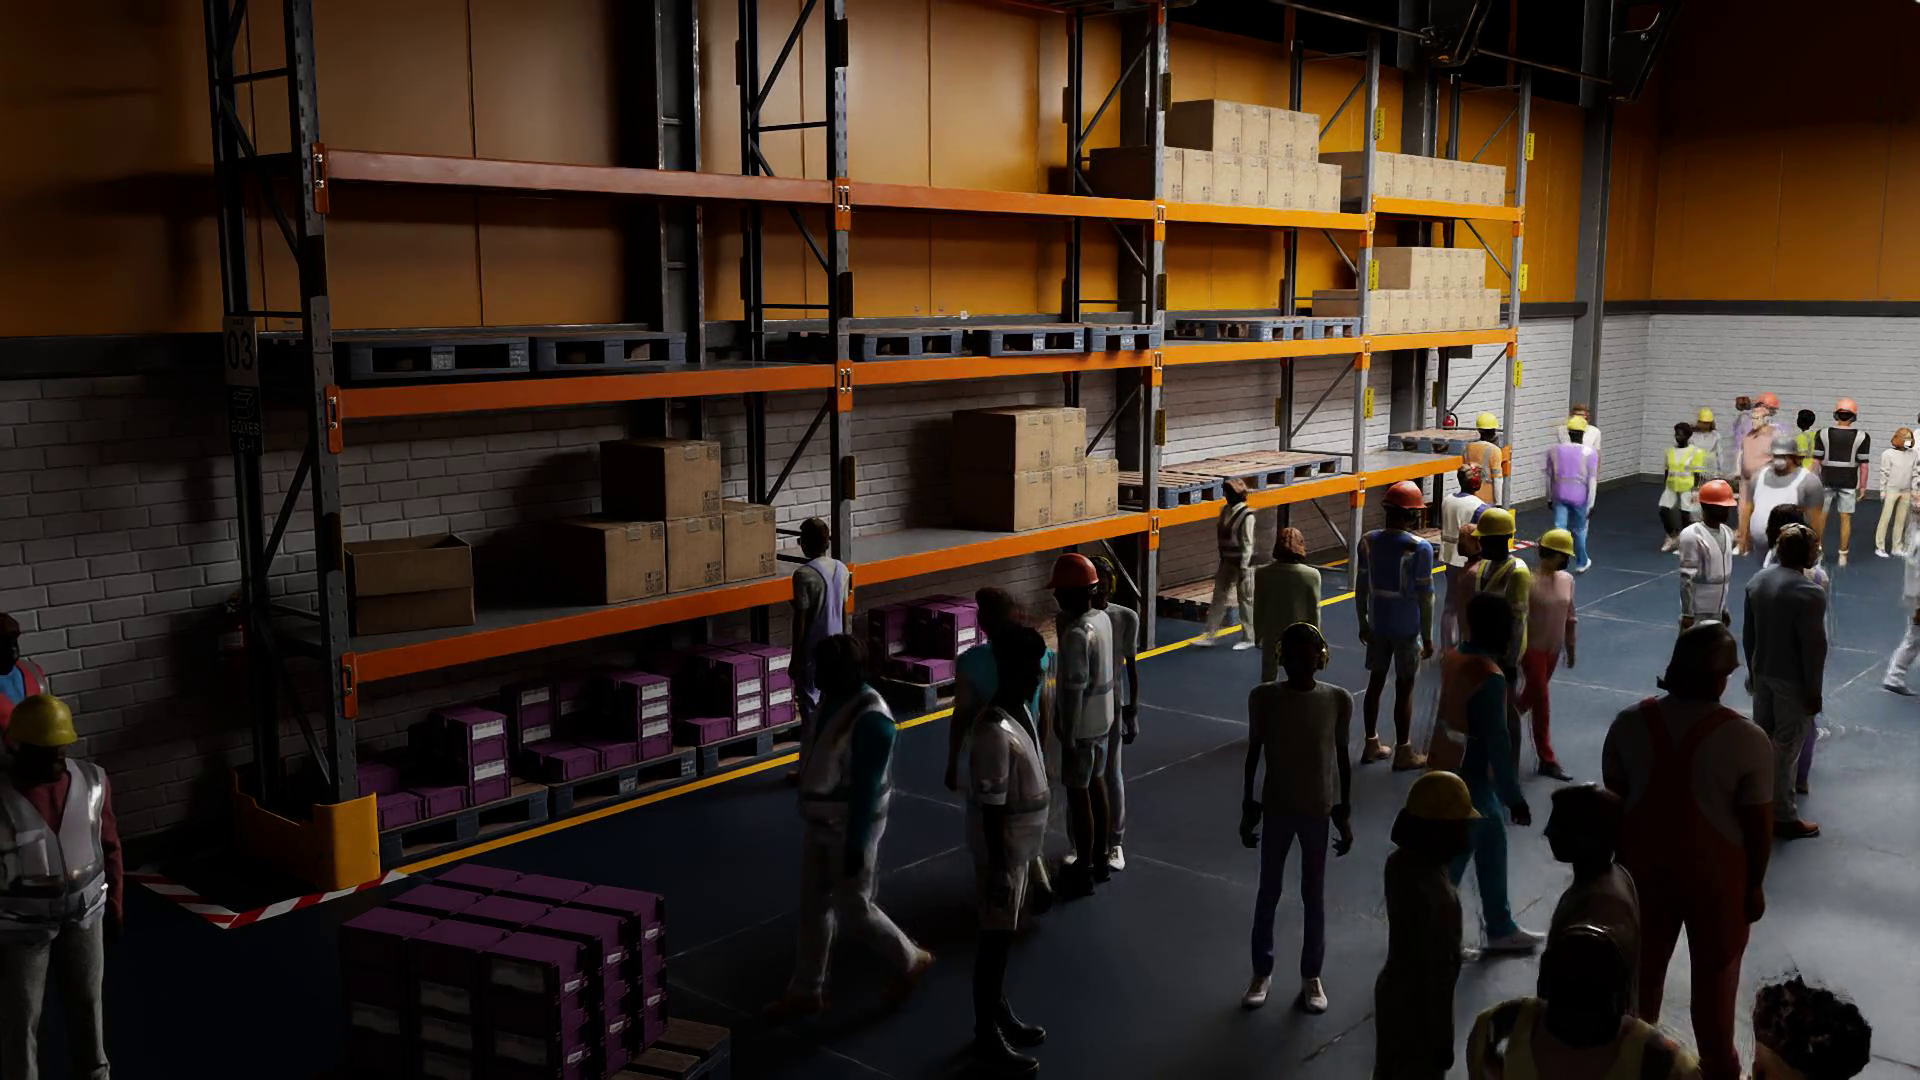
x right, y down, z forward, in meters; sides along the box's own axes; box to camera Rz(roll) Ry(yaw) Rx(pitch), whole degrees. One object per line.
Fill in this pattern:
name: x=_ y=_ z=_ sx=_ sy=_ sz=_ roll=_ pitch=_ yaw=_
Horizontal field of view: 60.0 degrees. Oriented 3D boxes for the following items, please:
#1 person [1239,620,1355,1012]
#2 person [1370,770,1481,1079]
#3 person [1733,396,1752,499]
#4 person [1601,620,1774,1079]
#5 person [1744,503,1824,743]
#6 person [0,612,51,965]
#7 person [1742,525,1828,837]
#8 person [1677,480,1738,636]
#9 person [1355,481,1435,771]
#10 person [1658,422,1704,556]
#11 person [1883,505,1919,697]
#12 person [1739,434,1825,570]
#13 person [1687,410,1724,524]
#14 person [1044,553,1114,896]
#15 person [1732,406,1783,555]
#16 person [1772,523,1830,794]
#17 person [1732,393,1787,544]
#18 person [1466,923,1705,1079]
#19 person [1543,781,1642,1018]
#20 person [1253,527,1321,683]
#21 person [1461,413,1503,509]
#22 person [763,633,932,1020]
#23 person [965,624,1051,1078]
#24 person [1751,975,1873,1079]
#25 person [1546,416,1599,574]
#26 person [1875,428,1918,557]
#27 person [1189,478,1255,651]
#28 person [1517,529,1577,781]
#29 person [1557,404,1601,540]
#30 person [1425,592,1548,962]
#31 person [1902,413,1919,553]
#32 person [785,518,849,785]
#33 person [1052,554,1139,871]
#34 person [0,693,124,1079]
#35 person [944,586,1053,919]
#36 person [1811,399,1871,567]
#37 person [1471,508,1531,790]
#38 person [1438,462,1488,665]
person: x=1.585 y=1.291 z=7.821 sx=0.534 sy=1.864 sz=0.310 roll=2 pitch=9 yaw=10
person: x=1.638 y=1.657 z=5.883 sx=0.337 sy=1.735 sz=0.487 roll=0 pitch=9 yaw=-2
person: x=12.392 y=-1.465 z=26.348 sx=0.316 sy=1.629 sz=0.509 roll=4 pitch=9 yaw=22
person: x=3.074 y=1.333 z=6.980 sx=0.536 sy=2.000 sz=0.678 roll=-8 pitch=12 yaw=-41
person: x=5.744 y=0.685 z=11.587 sx=0.516 sy=1.908 sz=0.608 roll=1 pitch=9 yaw=9
person: x=-4.663 y=1.253 z=8.137 sx=0.429 sy=1.841 sz=0.634 roll=2 pitch=9 yaw=14
person: x=5.127 y=0.863 z=10.337 sx=0.357 sy=1.938 sz=0.638 roll=-2 pitch=9 yaw=-12
person: x=5.689 y=0.502 z=12.664 sx=0.542 sy=1.939 sz=0.369 roll=-5 pitch=10 yaw=-31
person: x=3.086 y=0.597 z=11.724 sx=0.384 sy=2.039 sz=0.616 roll=-7 pitch=11 yaw=-39
person: x=9.015 y=-0.631 z=20.807 sx=0.379 sy=1.683 sz=0.537 roll=-7 pitch=11 yaw=-37
person: x=7.965 y=0.489 z=13.540 sx=0.699 sy=1.693 sz=0.606 roll=5 pitch=10 yaw=29
person: x=7.873 y=-0.065 z=15.995 sx=1.046 sy=2.000 sz=0.692 roll=-6 pitch=11 yaw=-35
person: x=10.114 y=-0.926 z=22.638 sx=0.504 sy=1.688 sz=0.896 roll=1 pitch=9 yaw=6
person: x=0.659 y=1.028 z=9.320 sx=0.386 sy=1.929 sz=0.543 roll=4 pitch=10 yaw=22
person: x=10.105 y=-0.744 z=20.901 sx=0.821 sy=1.884 sz=0.651 roll=-4 pitch=10 yaw=-24
person: x=5.503 y=0.800 z=11.046 sx=0.507 sy=1.847 sz=0.343 roll=-5 pitch=10 yaw=-27
person: x=10.422 y=-0.924 z=21.707 sx=1.004 sy=1.995 sz=0.593 roll=-5 pitch=10 yaw=-28
person: x=1.595 y=1.860 z=4.339 sx=0.639 sy=1.822 sz=0.776 roll=6 pitch=11 yaw=34
person: x=2.015 y=1.679 z=5.415 sx=0.359 sy=1.842 sz=0.514 roll=4 pitch=10 yaw=23
person: x=2.415 y=0.715 z=12.310 sx=0.503 sy=1.625 sz=0.294 roll=4 pitch=10 yaw=22
person: x=6.016 y=-0.495 z=19.128 sx=0.362 sy=1.930 sz=0.588 roll=-5 pitch=10 yaw=-27
person: x=-0.530 y=1.329 z=7.717 sx=0.751 sy=1.820 sz=0.639 roll=-5 pitch=10 yaw=-28
person: x=0.210 y=1.327 z=7.264 sx=0.361 sy=1.962 sz=0.613 roll=2 pitch=9 yaw=10
person: x=1.812 y=1.876 z=3.805 sx=0.618 sy=1.938 sz=0.679 roll=1 pitch=9 yaw=9
person: x=7.087 y=-0.490 z=19.260 sx=0.602 sy=1.873 sz=0.976 roll=6 pitch=11 yaw=34
person: x=11.665 y=-0.588 z=20.699 sx=0.501 sy=1.627 sz=0.281 roll=-1 pitch=9 yaw=-9
person: x=2.491 y=0.239 z=15.375 sx=0.553 sy=1.621 sz=0.534 roll=-5 pitch=10 yaw=-27
person: x=4.055 y=0.755 z=11.734 sx=0.536 sy=1.727 sz=0.859 roll=-4 pitch=10 yaw=-26
person: x=8.155 y=-0.889 z=21.993 sx=0.579 sy=1.836 sz=0.386 roll=7 pitch=11 yaw=38
person: x=2.687 y=1.199 z=8.313 sx=0.775 sy=1.893 sz=0.612 roll=1 pitch=9 yaw=4
person: x=12.102 y=-0.739 z=20.873 sx=0.352 sy=1.880 sz=0.576 roll=-8 pitch=12 yaw=-42
person: x=-0.969 y=0.761 z=11.348 sx=0.357 sy=1.835 sz=0.516 roll=7 pitch=11 yaw=36
person: x=0.793 y=1.000 z=9.715 sx=0.510 sy=1.862 sz=0.327 roll=2 pitch=9 yaw=12
person: x=-3.619 y=1.499 z=6.618 sx=0.403 sy=1.825 sz=0.592 roll=7 pitch=11 yaw=39
person: x=0.229 y=1.159 z=8.795 sx=0.559 sy=1.828 sz=0.454 roll=-6 pitch=11 yaw=-36
person: x=10.606 y=-0.687 z=20.064 sx=0.614 sy=2.029 sz=0.409 roll=5 pitch=10 yaw=31
person: x=3.622 y=0.733 z=11.259 sx=0.402 sy=1.918 sz=0.583 roll=-2 pitch=9 yaw=-10
person: x=4.446 y=0.233 z=14.688 sx=0.389 sy=1.849 sz=0.565 roll=-3 pitch=9 yaw=-21
